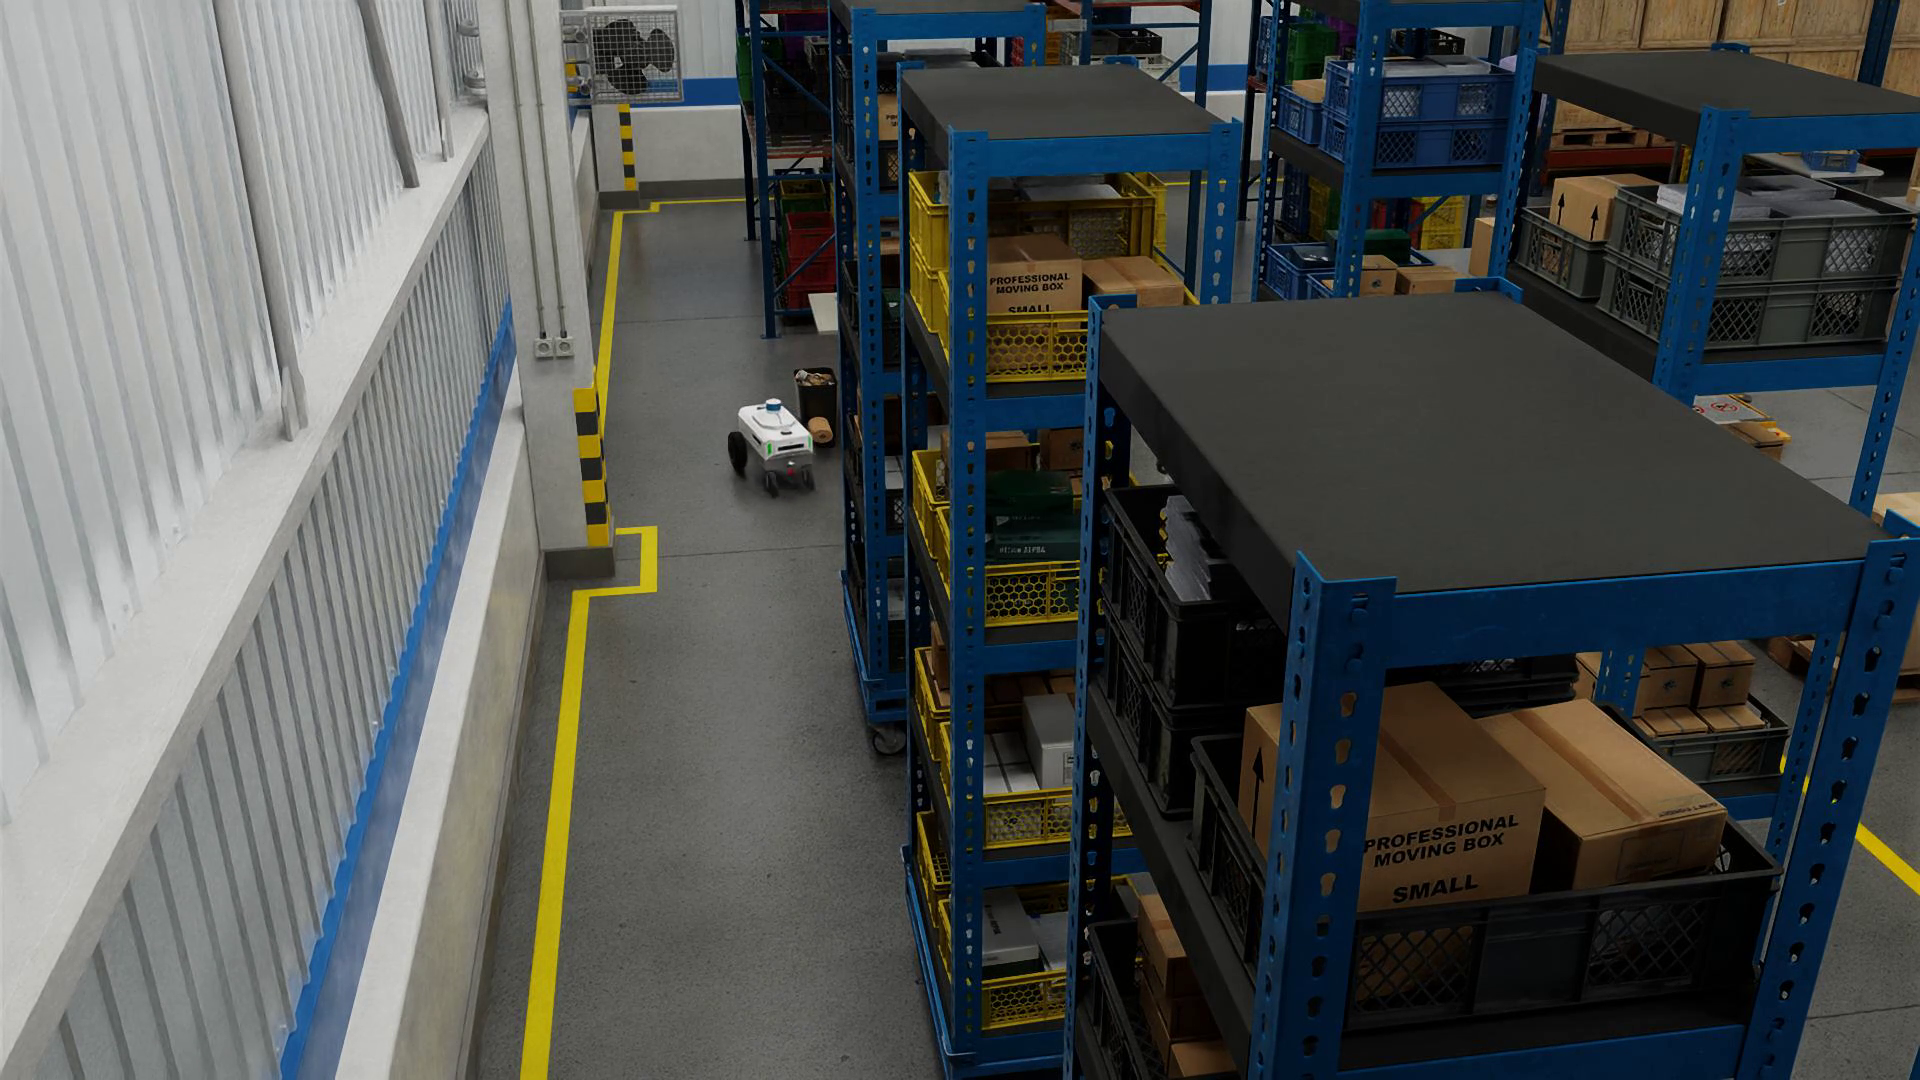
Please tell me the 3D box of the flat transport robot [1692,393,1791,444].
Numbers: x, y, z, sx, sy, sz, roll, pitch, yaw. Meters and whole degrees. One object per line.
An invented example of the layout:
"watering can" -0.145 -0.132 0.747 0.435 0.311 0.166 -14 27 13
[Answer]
"flat transport robot" 5.224 -0.859 12.132 1.431 0.197 0.652 -4 25 -8

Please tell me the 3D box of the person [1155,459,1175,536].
"person" 1.382 -0.460 9.633 0.521 1.644 0.307 5 25 11

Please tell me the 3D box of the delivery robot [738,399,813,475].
"delivery robot" -1.267 -0.724 11.393 0.477 0.478 0.707 -10 27 -22

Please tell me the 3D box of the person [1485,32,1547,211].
"person" 6.107 -4.607 18.303 0.638 1.935 0.357 18 30 33
